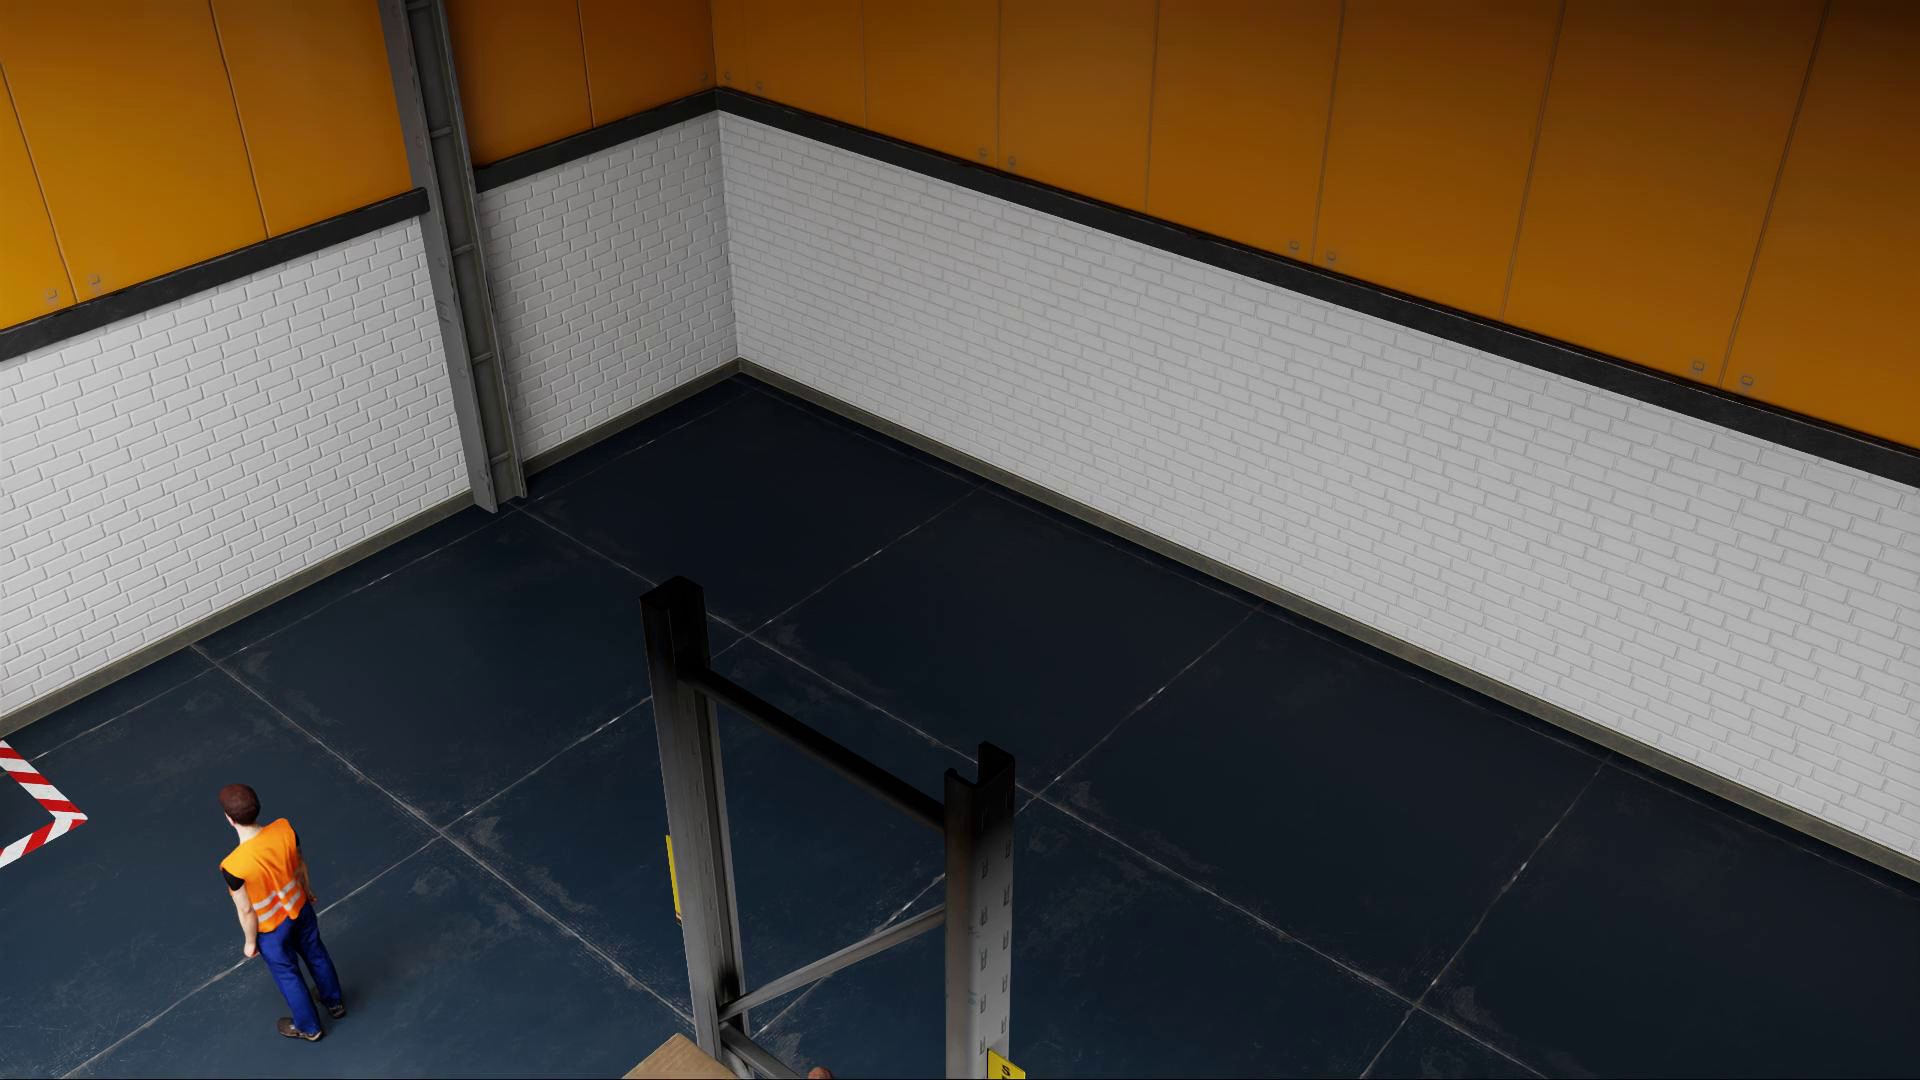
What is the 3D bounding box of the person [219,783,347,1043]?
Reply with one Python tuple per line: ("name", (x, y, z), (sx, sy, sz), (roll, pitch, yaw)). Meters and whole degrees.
("person", (-3.999, 2.201, 9.783), (0.806, 1.880, 0.645), (16, 37, 22))
